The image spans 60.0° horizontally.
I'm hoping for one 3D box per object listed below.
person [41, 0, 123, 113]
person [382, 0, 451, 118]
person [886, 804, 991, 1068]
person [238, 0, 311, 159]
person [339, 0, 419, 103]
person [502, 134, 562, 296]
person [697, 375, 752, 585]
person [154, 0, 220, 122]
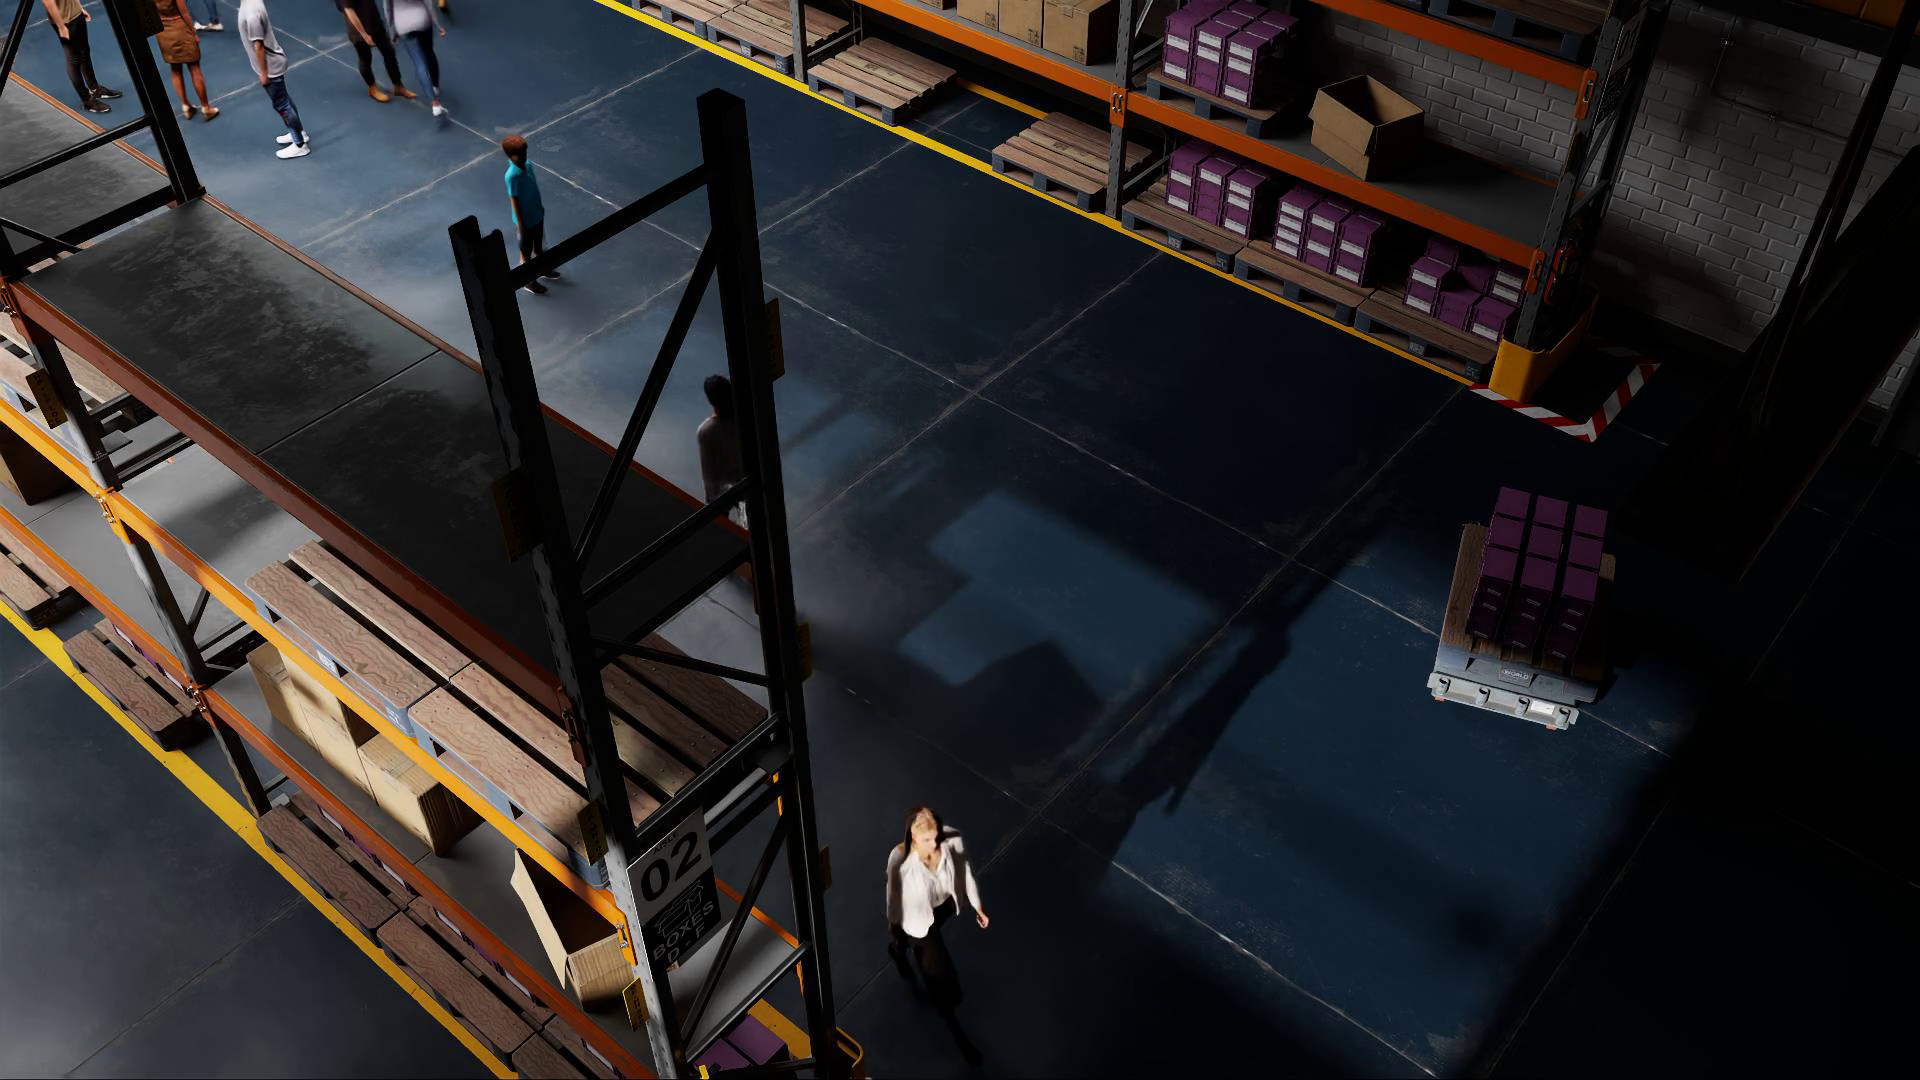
[{"bbox_3d":[-8.773,-5.137,16.315,0.780,1.851,0.749,1,44,1],"label":"person"},{"bbox_3d":[-5.312,-4.932,16.213,1.024,1.696,1.264,-13,45,-13],"label":"person"},{"bbox_3d":[-0.213,1.954,8.906,0.803,1.803,1.198,-28,50,-26],"label":"person"},{"bbox_3d":[-6.503,-4.511,15.632,0.808,1.887,0.677,-17,46,-17],"label":"person"},{"bbox_3d":[-5.940,-5.108,16.404,0.799,1.687,0.702,21,47,20],"label":"person"},{"bbox_3d":[-3.689,-2.796,14.149,0.581,1.449,0.585,12,45,12],"label":"person"},{"bbox_3d":[-1.513,-0.338,11.370,0.768,1.723,1.156,-28,50,-27],"label":"person"},{"bbox_3d":[-7.636,-4.904,16.191,0.606,1.683,0.701,5,44,5],"label":"person"}]
